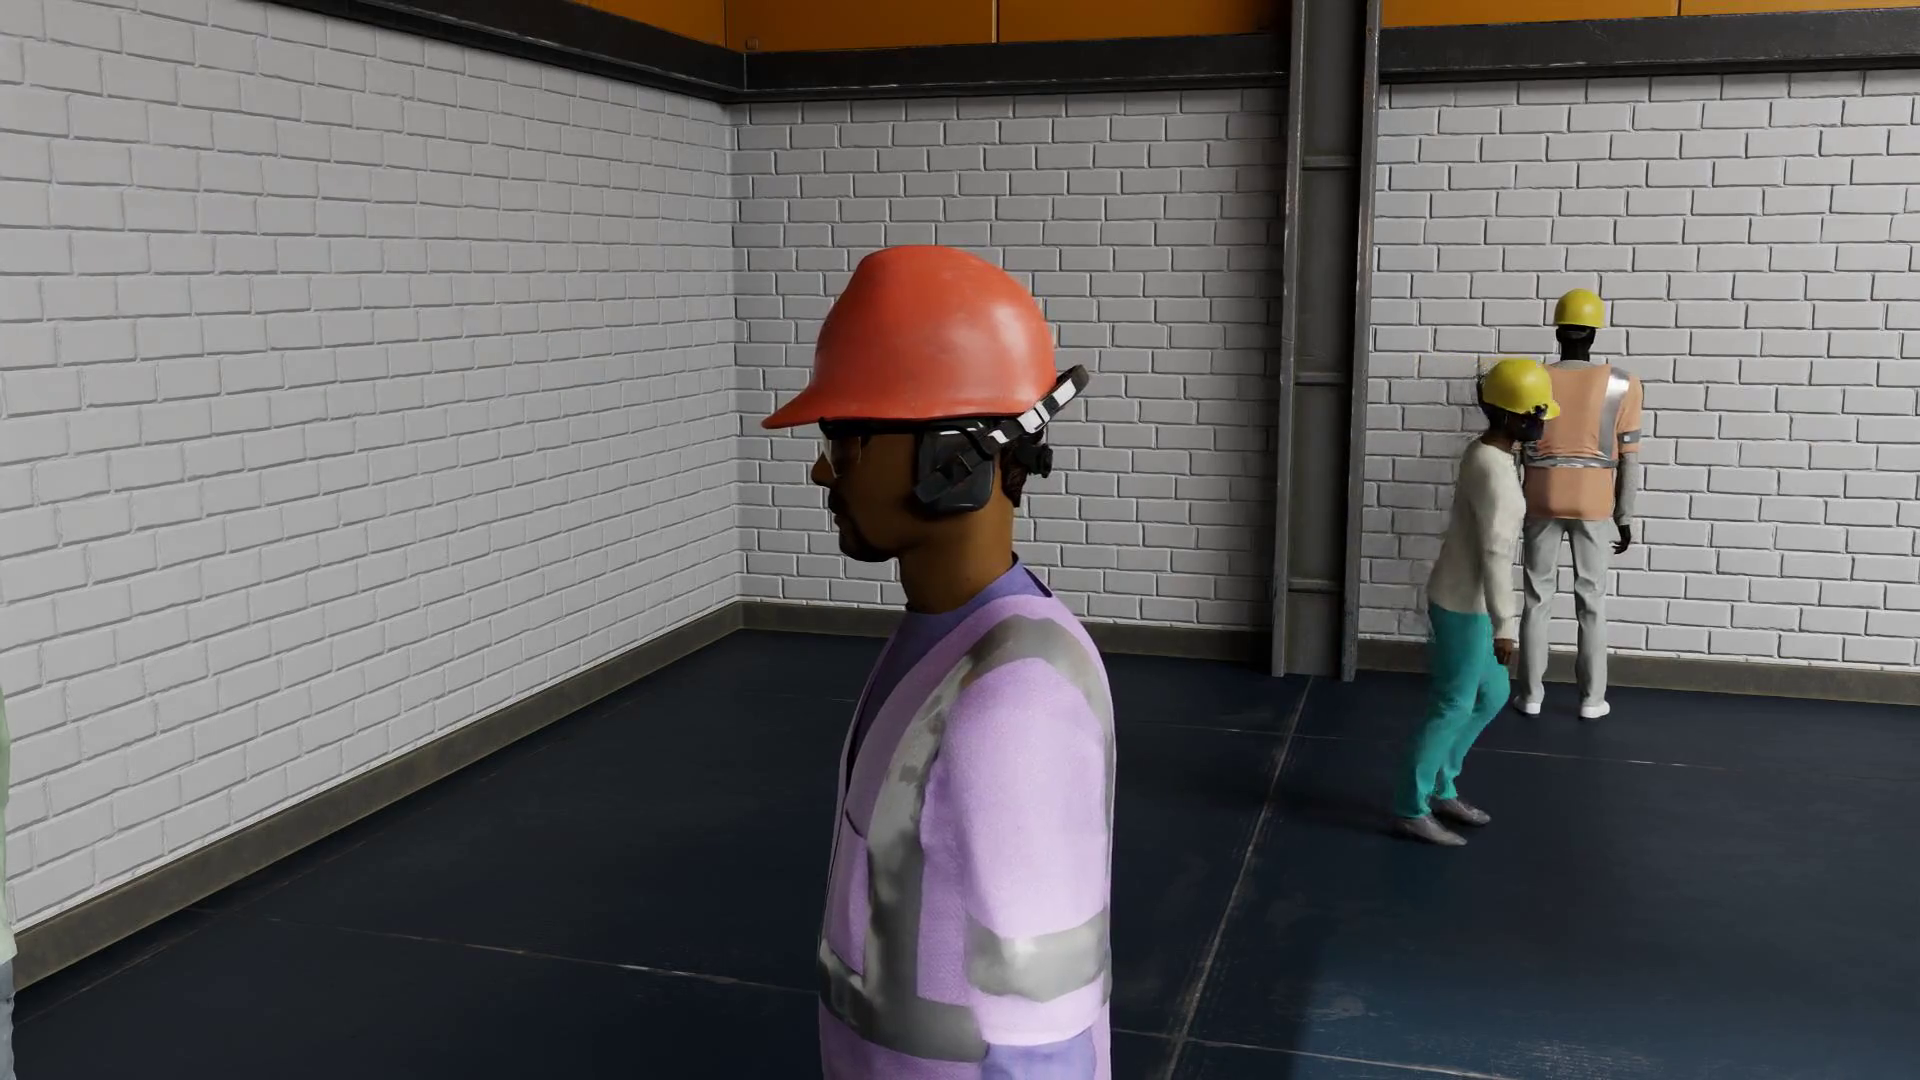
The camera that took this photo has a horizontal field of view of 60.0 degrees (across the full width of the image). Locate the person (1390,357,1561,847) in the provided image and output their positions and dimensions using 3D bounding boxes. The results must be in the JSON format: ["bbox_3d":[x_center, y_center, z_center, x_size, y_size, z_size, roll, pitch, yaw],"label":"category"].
[{"bbox_3d":[1.757,0.230,5.721,0.523,1.726,0.541,3,10,17],"label":"person"}]

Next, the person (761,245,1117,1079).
[{"bbox_3d":[-0.022,0.702,1.894,0.374,2.043,0.611,-1,9,-9],"label":"person"}]

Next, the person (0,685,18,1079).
[{"bbox_3d":[-1.749,0.760,2.782,0.280,1.633,0.500,-1,9,-3],"label":"person"}]

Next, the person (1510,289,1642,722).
[{"bbox_3d":[2.710,-0.151,7.443,0.589,1.927,0.388,4,10,21],"label":"person"}]
